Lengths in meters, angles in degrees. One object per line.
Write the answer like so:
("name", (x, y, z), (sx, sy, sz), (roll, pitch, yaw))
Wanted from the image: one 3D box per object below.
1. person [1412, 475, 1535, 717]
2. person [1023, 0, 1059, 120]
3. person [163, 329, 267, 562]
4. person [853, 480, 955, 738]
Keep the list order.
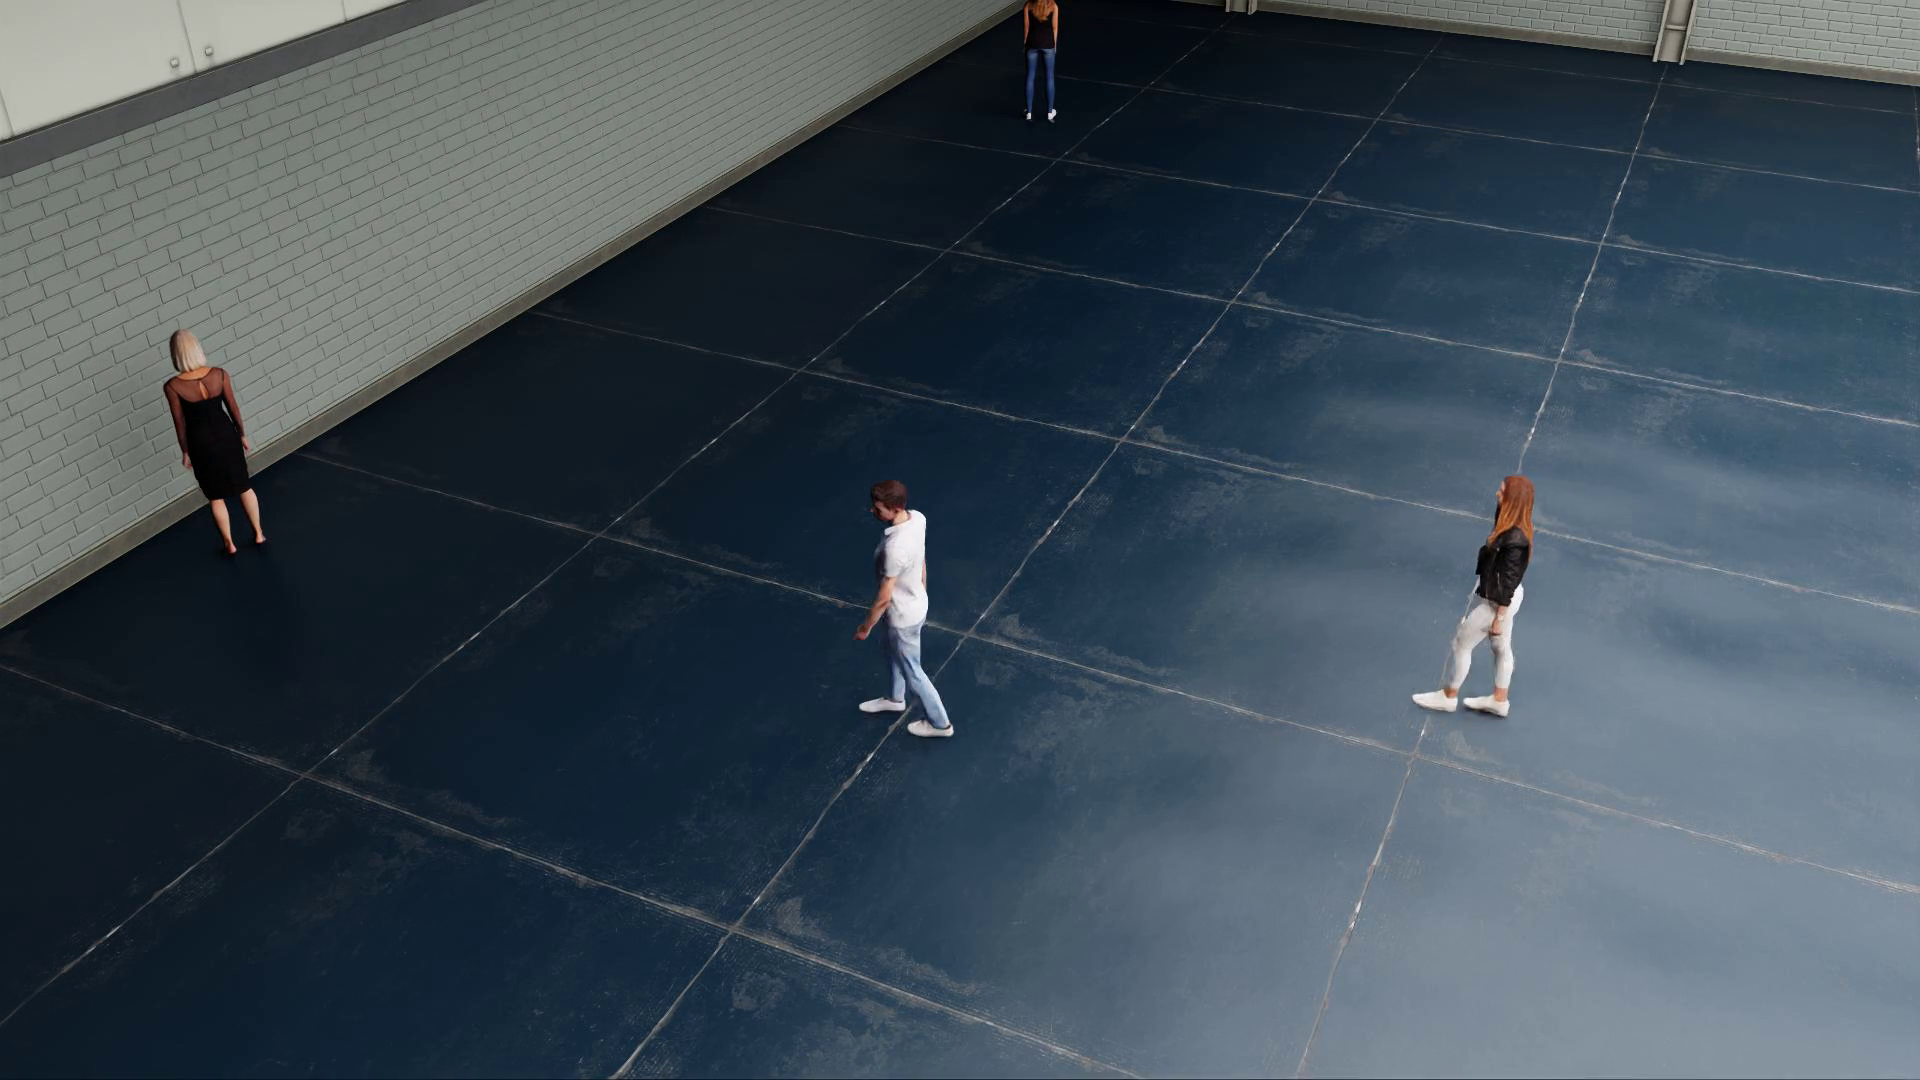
("person", (3.330, 0.379, 10.029), (0.800, 1.691, 0.632), (12, 34, 19))
("person", (0.964, -5.938, 20.014), (0.577, 1.722, 0.715), (2, 32, 3))
("person", (-5.214, -0.655, 11.619), (0.677, 1.744, 0.671), (-21, 38, -30))
("person", (-0.254, 0.452, 9.794), (0.953, 1.819, 0.829), (7, 33, 11))
